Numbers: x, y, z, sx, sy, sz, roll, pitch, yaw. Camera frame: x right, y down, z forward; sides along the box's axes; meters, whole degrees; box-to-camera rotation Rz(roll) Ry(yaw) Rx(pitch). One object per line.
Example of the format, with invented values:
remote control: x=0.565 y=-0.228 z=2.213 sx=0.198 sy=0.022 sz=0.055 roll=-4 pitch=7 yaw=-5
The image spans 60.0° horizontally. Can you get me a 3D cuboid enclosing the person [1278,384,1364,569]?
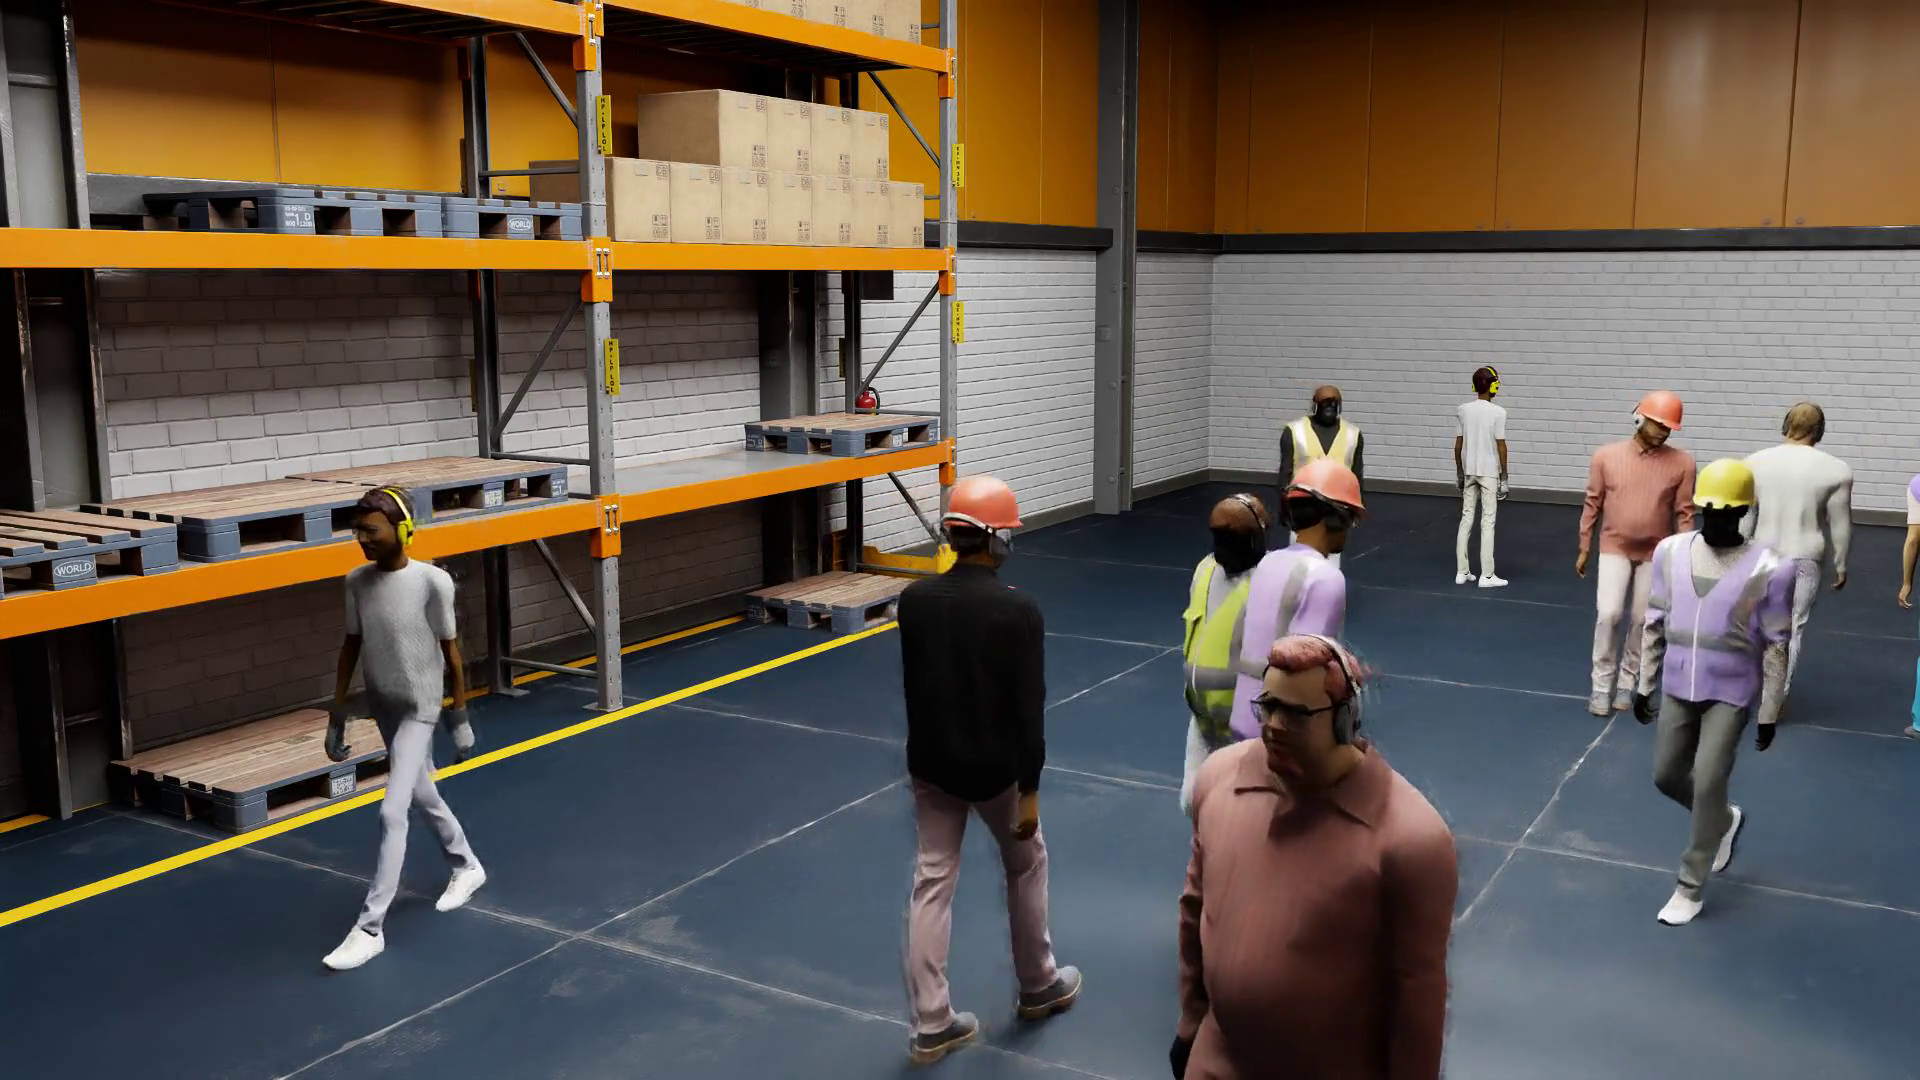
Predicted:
person: x=2.700 y=-0.255 z=12.458 sx=0.645 sy=1.832 sz=0.506 roll=0 pitch=9 yaw=2

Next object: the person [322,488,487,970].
person: x=-2.231 y=0.690 z=6.631 sx=0.541 sy=1.824 sz=0.977 roll=4 pitch=10 yaw=24

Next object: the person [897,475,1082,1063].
person: x=0.108 y=0.751 z=5.759 sx=0.644 sy=1.956 sz=0.890 roll=6 pitch=11 yaw=35

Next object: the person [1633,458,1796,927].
person: x=3.131 y=0.599 z=6.881 sx=0.713 sy=1.908 sz=0.603 roll=-7 pitch=11 yaw=-37

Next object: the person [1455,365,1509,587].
person: x=4.429 y=-0.537 z=14.093 sx=0.328 sy=1.876 sz=0.513 roll=-7 pitch=12 yaw=-39

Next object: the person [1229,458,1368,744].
person: x=1.176 y=0.713 z=5.956 sx=0.665 sy=1.982 sz=0.648 roll=-3 pitch=9 yaw=-15

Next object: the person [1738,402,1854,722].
person: x=5.012 y=0.117 z=10.022 sx=0.634 sy=1.888 sz=1.006 roll=8 pitch=12 yaw=40

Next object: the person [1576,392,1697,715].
person: x=4.015 y=0.096 z=9.900 sx=0.656 sy=1.949 sz=0.713 roll=4 pitch=10 yaw=21

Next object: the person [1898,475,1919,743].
person: x=5.563 y=0.247 z=9.282 sx=0.565 sy=1.847 sz=0.396 roll=4 pitch=10 yaw=22

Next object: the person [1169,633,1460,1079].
person: x=0.723 y=1.128 z=3.616 sx=0.666 sy=1.895 sz=0.427 roll=9 pitch=13 yaw=43

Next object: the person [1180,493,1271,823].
person: x=1.128 y=0.705 z=6.533 sx=0.524 sy=1.813 sz=0.663 roll=-5 pitch=10 yaw=-26
